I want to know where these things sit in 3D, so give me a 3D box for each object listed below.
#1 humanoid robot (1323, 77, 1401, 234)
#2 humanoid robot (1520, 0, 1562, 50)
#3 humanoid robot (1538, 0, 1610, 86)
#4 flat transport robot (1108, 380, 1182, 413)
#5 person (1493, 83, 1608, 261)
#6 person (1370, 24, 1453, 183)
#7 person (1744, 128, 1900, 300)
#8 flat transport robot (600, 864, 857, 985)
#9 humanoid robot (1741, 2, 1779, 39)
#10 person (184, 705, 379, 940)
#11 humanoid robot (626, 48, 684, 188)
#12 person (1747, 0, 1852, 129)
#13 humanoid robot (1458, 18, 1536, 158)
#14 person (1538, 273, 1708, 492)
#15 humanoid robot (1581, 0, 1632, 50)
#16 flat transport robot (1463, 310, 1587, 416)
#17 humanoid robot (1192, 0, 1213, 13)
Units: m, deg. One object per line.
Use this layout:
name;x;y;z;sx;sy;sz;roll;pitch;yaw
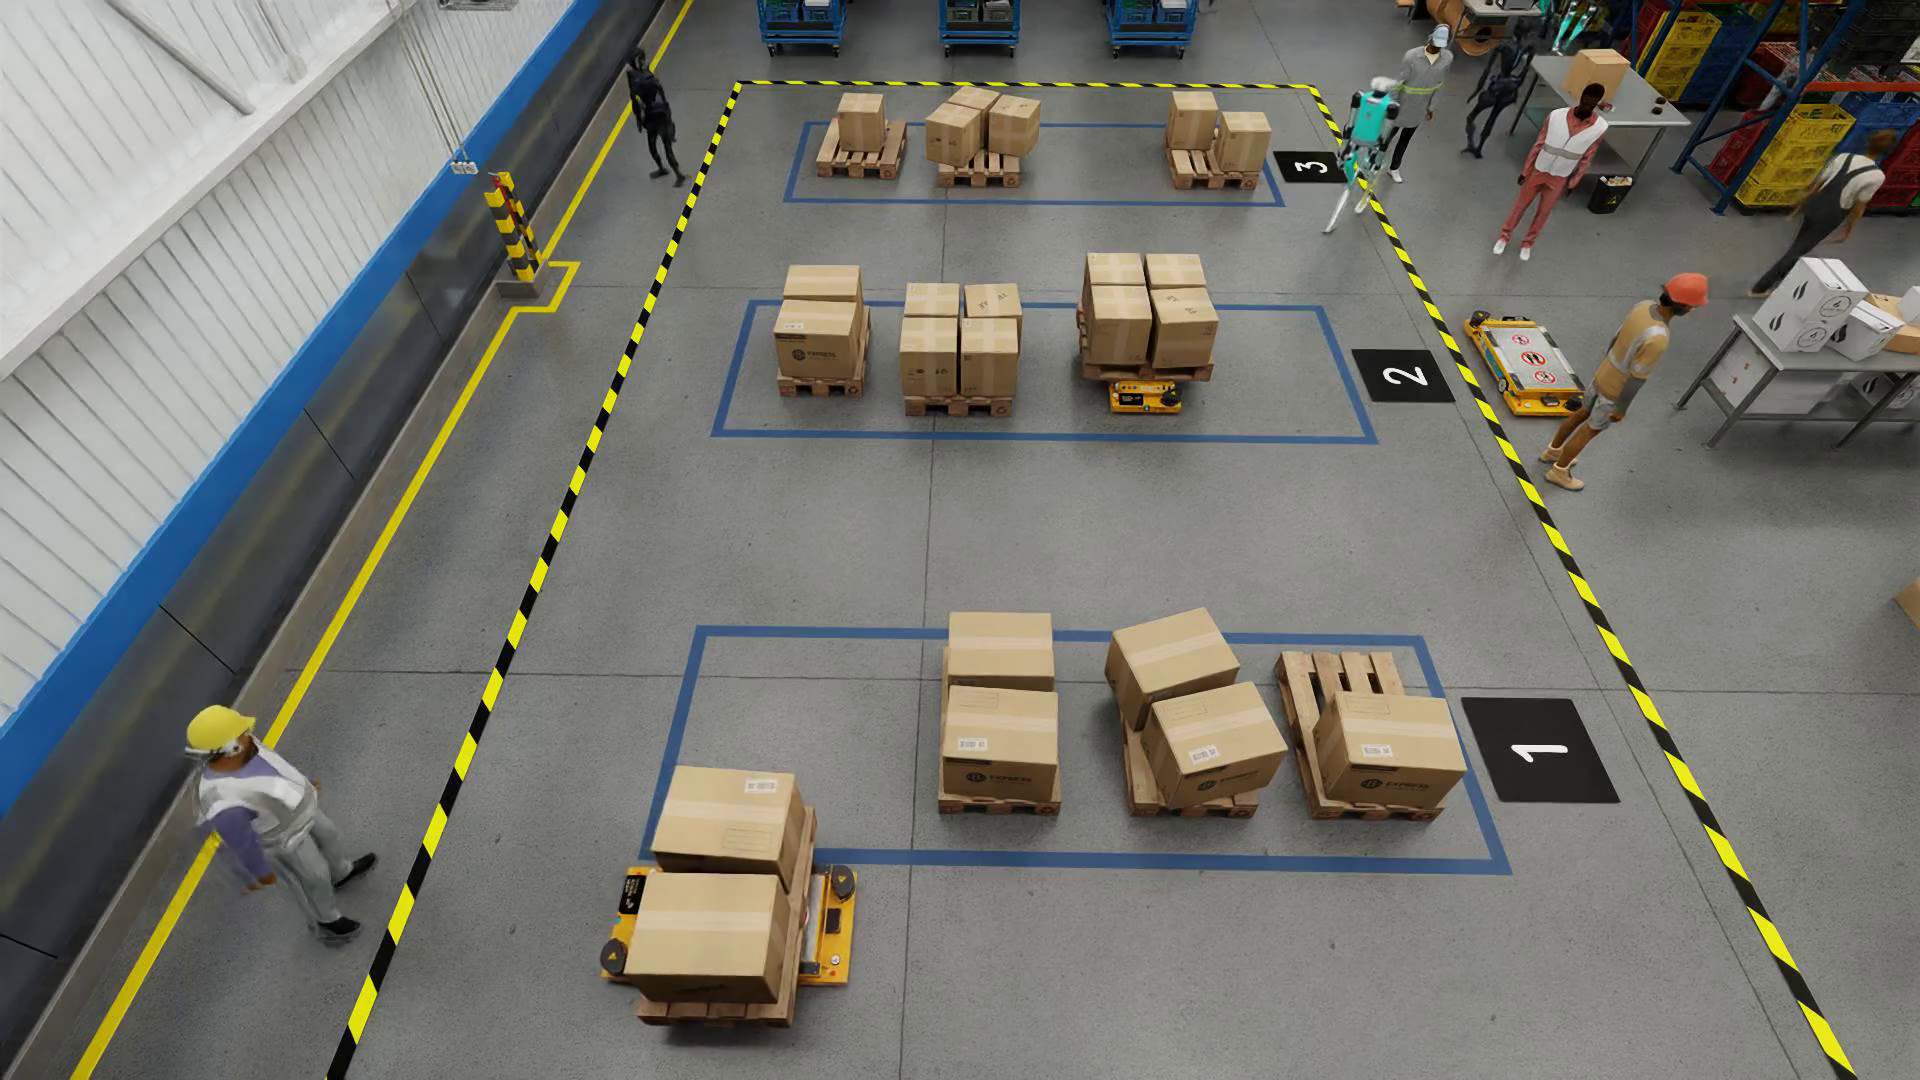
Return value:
humanoid robot;4.666;-4.432;10.432;0.530;1.758;1.048;35;58;27
humanoid robot;9.008;-8.335;13.839;0.563;1.866;0.864;-26;54;-21
humanoid robot;8.685;-7.296;12.923;0.569;1.828;0.808;28;55;22
flat transport robot;1.773;-1.807;9.079;0.652;0.197;1.431;1;49;1
person;6.372;-3.949;9.870;0.580;1.911;0.394;25;54;20
person;5.421;-5.202;10.992;0.587;1.848;0.397;0;49;0
person;8.917;-3.289;9.354;0.852;1.814;0.538;-9;50;-8
flat transport robot;-1.368;2.298;5.526;1.431;0.197;0.652;1;49;1
humanoid robot;11.718;-7.579;13.141;0.922;1.793;0.553;0;49;0
person;-3.803;1.588;5.156;0.447;1.784;0.669;-17;51;-14
humanoid robot;-3.656;-5.051;10.982;0.645;1.638;0.393;21;52;17
person;10.919;-6.117;11.855;0.330;1.746;0.491;-28;55;-22
humanoid robot;6.750;-5.649;11.489;0.584;1.643;0.336;-1;49;-1
person;5.372;-1.268;7.459;0.376;2.040;0.613;12;50;10
humanoid robot;9.751;-7.989;13.513;0.408;1.640;0.600;3;49;3
flat transport robot;5.573;-1.757;9.054;0.659;0.231;1.431;1;49;1
humanoid robot;4.047;-9.435;14.778;0.578;1.637;0.608;-19;52;-16
